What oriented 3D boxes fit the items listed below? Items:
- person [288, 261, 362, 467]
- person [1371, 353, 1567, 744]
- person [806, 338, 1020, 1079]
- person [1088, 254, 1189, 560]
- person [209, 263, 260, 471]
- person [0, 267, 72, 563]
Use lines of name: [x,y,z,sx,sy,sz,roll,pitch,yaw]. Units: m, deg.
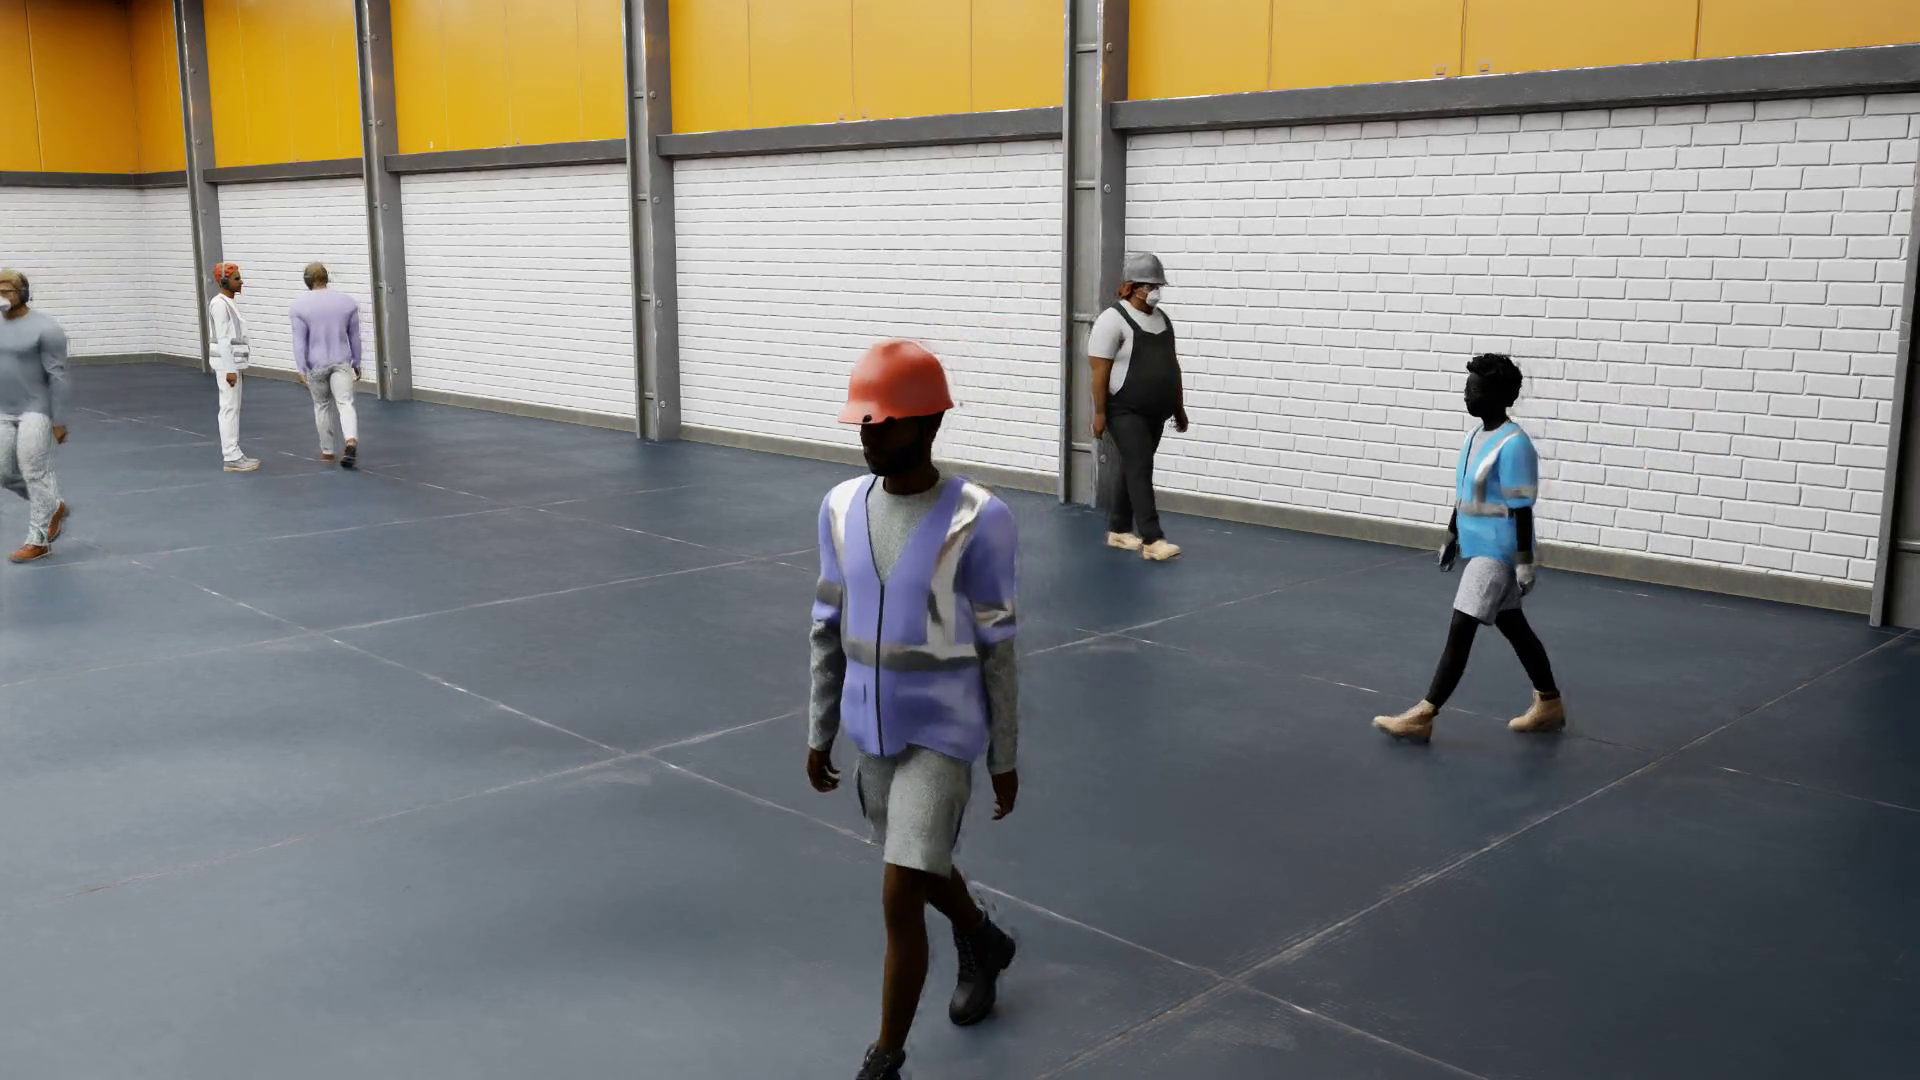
person: [-5.803,-1.611,15.315,0.643,1.908,0.929,-6,12,-31]
person: [2.219,0.039,6.998,0.890,1.644,0.549,0,10,-1]
person: [-0.087,0.440,4.153,0.558,1.904,0.955,7,12,32]
person: [1.273,-0.894,11.016,0.706,2.000,0.919,-10,14,-43]
person: [-6.635,-1.573,15.155,0.356,1.883,0.573,-3,11,-16]
person: [-6.140,-0.827,10.971,0.646,1.928,0.564,2,11,10]
